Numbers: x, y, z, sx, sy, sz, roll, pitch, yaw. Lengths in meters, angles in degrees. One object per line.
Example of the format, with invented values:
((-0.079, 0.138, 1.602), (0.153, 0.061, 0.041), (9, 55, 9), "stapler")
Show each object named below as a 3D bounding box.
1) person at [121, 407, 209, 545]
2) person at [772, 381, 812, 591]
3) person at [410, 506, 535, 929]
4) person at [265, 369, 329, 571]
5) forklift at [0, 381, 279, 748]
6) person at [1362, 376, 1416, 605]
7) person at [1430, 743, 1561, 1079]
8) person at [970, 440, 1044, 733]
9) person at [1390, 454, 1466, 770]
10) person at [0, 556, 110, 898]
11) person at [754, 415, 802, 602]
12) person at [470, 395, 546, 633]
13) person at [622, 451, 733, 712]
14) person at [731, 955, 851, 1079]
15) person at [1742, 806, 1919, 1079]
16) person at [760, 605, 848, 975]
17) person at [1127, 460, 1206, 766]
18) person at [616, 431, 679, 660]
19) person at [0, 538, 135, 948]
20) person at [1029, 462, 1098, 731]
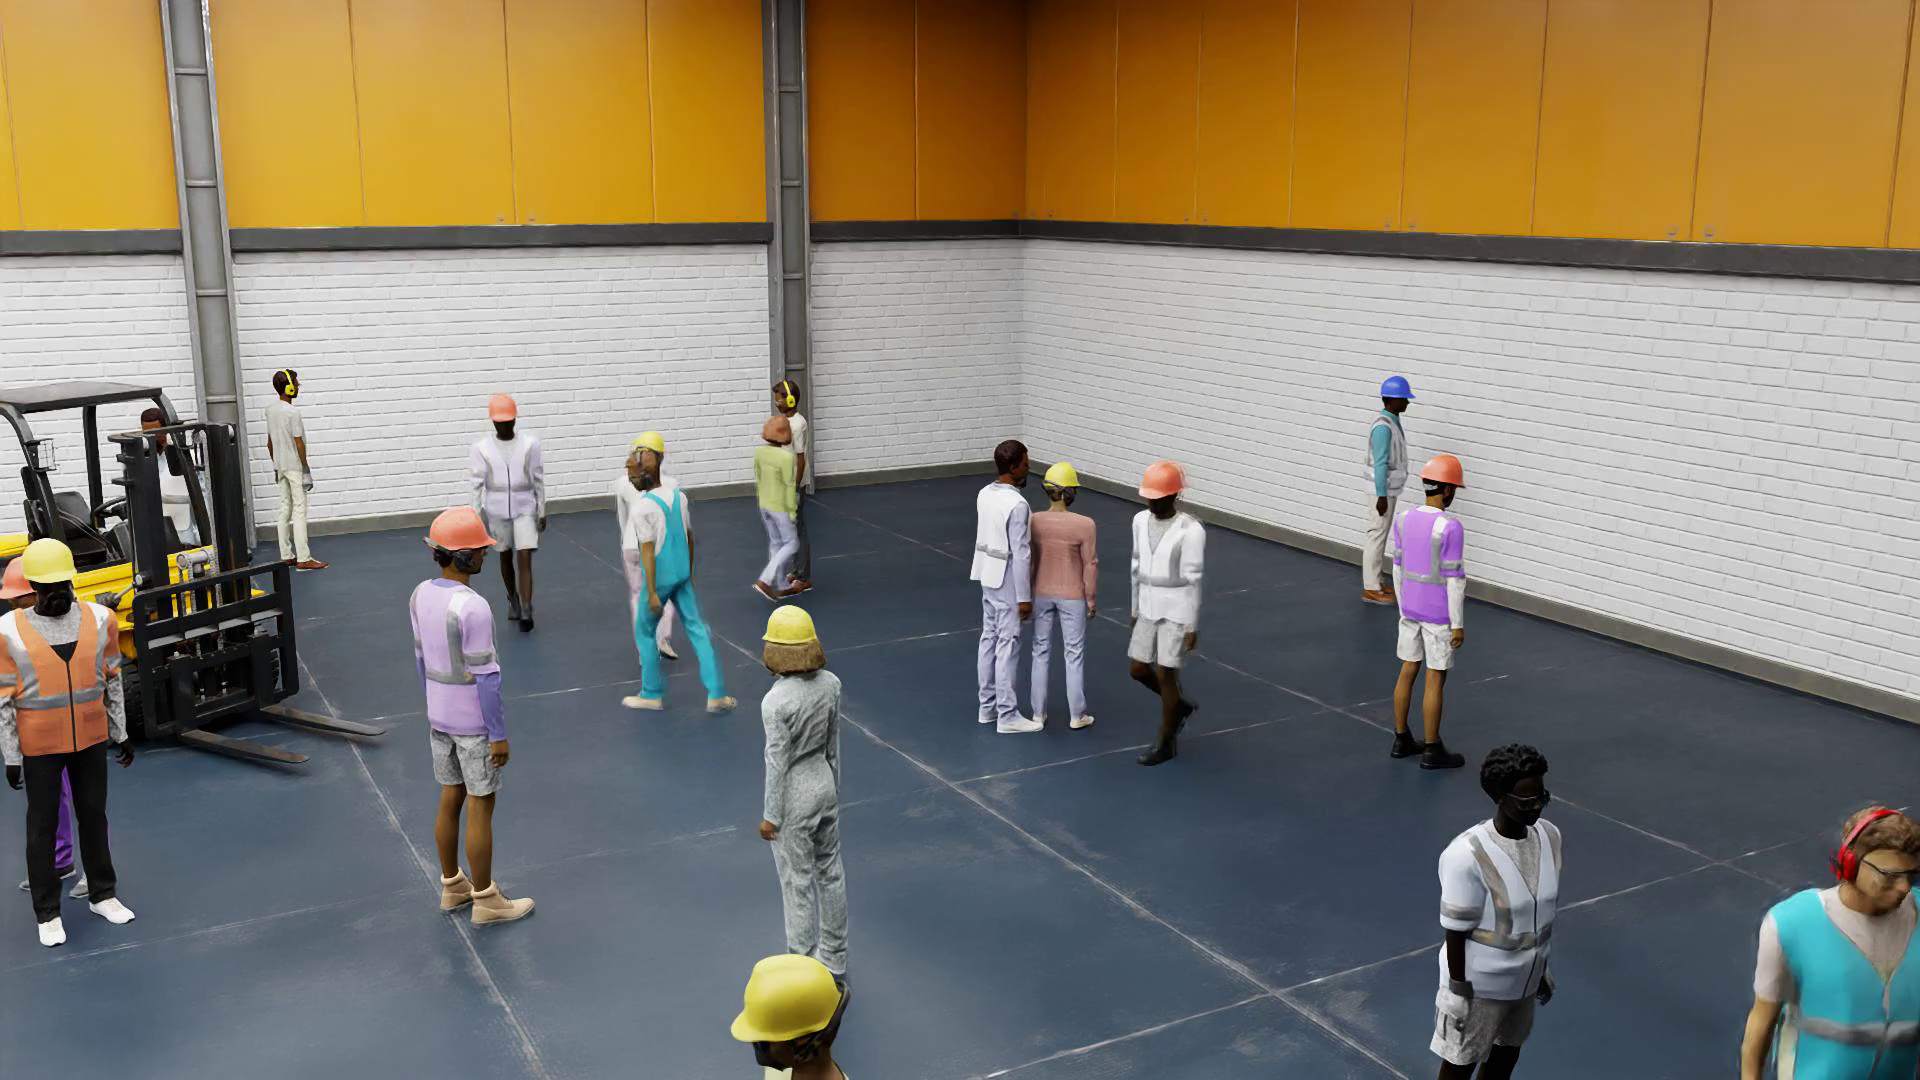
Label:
((-5.949, -0.052, 12.499), (0.597, 1.915, 0.370), (-2, 12, -8), "person")
((-1.477, -0.469, 14.581), (0.329, 1.865, 0.515), (-3, 12, -12), "person")
((-2.359, 0.846, 7.991), (0.606, 2.044, 0.373), (11, 16, 41), "person")
((-6.170, -0.642, 15.390), (0.508, 1.865, 0.329), (8, 14, 32), "person")
((-5.853, 0.085, 11.199), (2.313, 2.155, 1.214), (7, 14, 28), "forklift")
((3.646, -0.434, 14.214), (0.406, 1.947, 0.606), (5, 13, 21), "person")
((1.841, 1.506, 5.712), (0.533, 1.697, 0.322), (-7, 14, -31), "person")
((0.286, 0.298, 10.853), (0.399, 1.920, 0.590), (-5, 13, -23), "person")
((2.891, 0.435, 10.182), (0.375, 1.931, 0.542), (-6, 14, -28), "person")
((-4.539, 0.927, 8.298), (0.573, 1.746, 0.345), (4, 13, 19), "person")
((-1.562, -0.266, 14.183), (0.542, 1.616, 0.519), (-11, 16, -42), "person")
((-3.610, -0.208, 13.291), (0.575, 1.885, 0.980), (-3, 12, -13), "person")
((-1.919, 0.293, 11.183), (0.706, 1.803, 0.576), (9, 15, 36), "person")
((-0.365, 1.826, 4.065), (0.337, 1.761, 0.526), (-7, 14, -28), "person")
((2.598, 1.609, 4.981), (0.555, 1.807, 0.850), (-1, 12, -6), "person")
((-0.715, 1.138, 7.333), (0.325, 1.740, 0.492), (8, 14, 32), "person")
((1.276, 0.436, 10.238), (0.537, 1.909, 0.547), (-11, 16, -42), "person")
((-2.292, 0.067, 12.332), (0.535, 1.741, 0.421), (3, 12, 14), "person")
((-4.219, 0.933, 7.855), (0.380, 1.928, 0.586), (11, 16, 41), "person")
((0.646, 0.371, 10.877), (0.525, 1.765, 0.329), (4, 13, 19), "person")
